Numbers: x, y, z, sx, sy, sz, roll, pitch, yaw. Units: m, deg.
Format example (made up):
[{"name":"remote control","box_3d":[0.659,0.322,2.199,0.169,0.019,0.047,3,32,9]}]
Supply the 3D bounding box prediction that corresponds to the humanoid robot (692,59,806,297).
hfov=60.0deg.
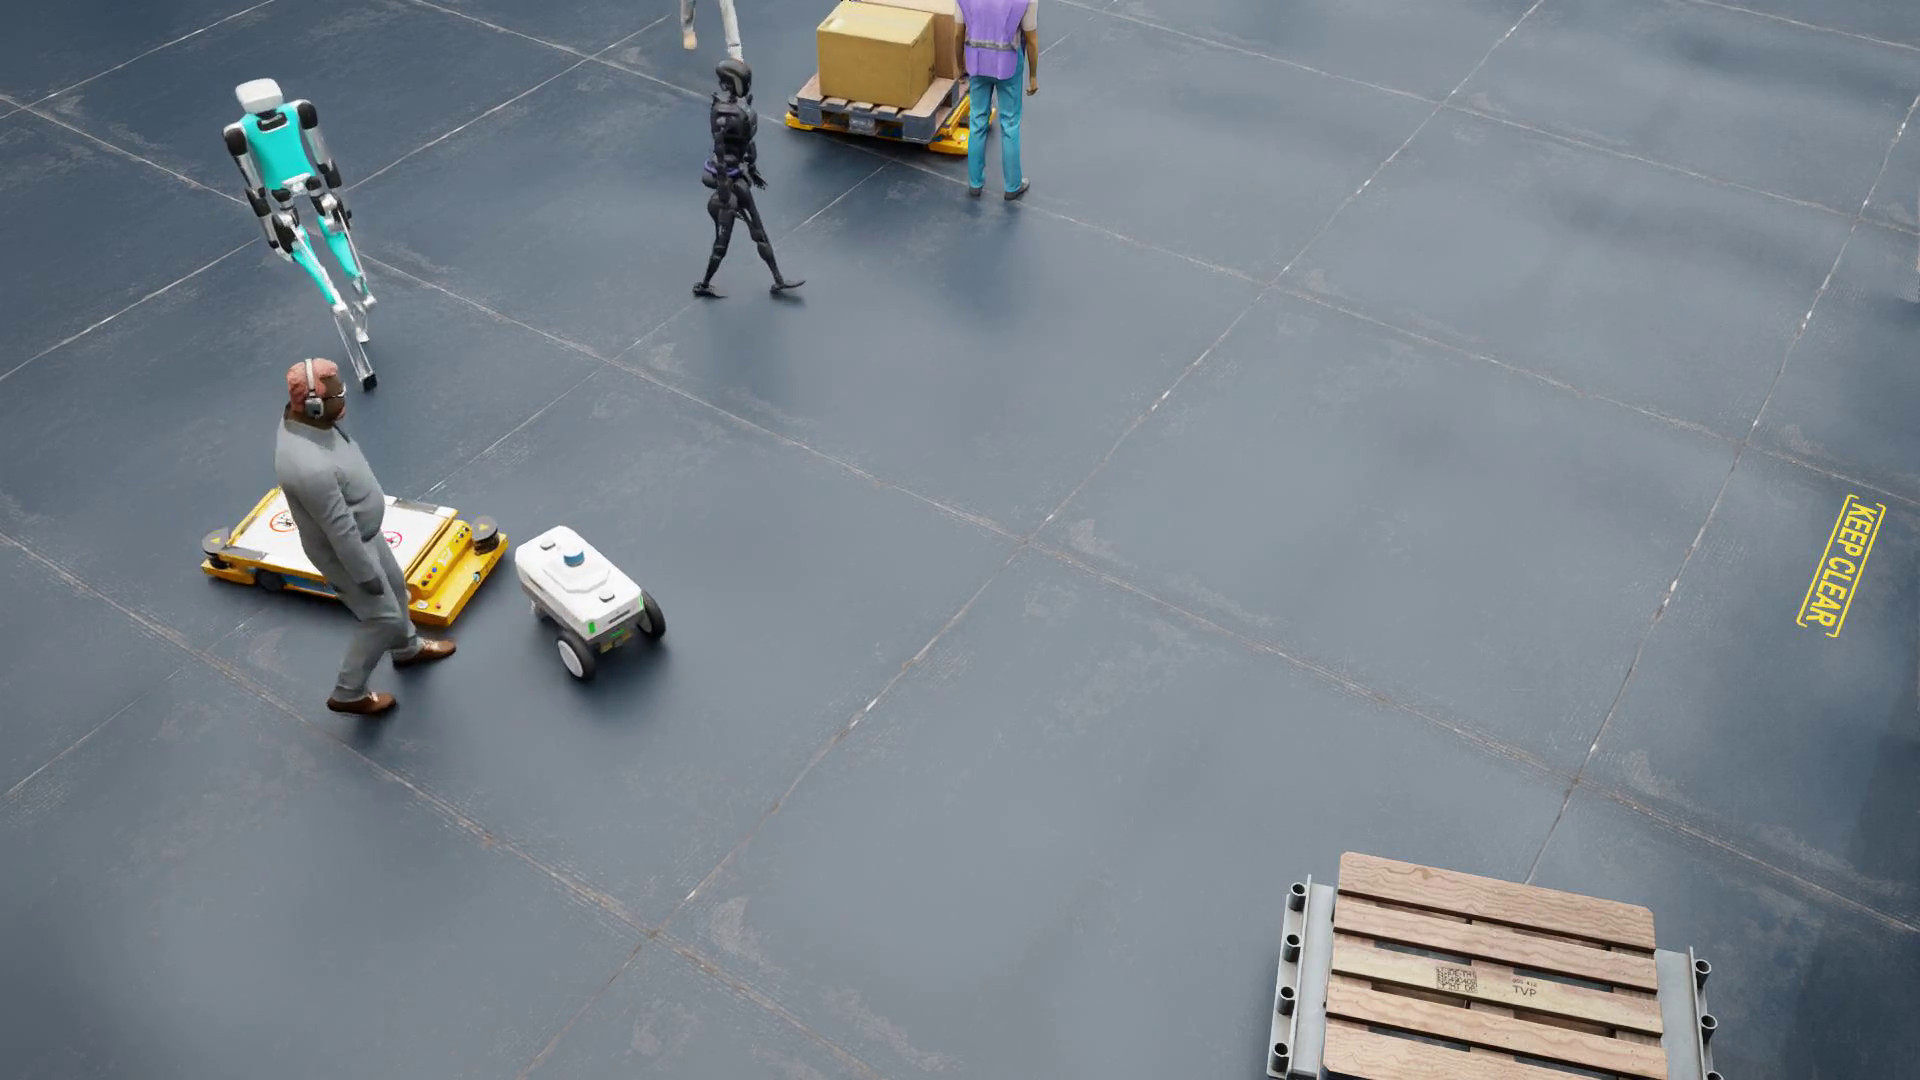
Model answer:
[{"name":"humanoid robot","box_3d":[-1.363,-2.192,10.199,0.739,1.625,0.590,8,42,9]}]

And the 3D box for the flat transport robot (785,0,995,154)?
[{"name":"flat transport robot","box_3d":[-0.514,-3.187,12.346,1.431,0.231,0.659,13,43,14]}]

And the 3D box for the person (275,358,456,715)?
[{"name":"person","box_3d":[-2.767,-0.022,7.587,0.563,1.881,0.660,-11,43,-12]}]

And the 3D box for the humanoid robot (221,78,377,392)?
[{"name":"humanoid robot","box_3d":[-3.646,-1.690,9.590,0.563,1.790,0.948,-29,49,-29]}]

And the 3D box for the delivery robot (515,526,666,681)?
[{"name":"delivery robot","box_3d":[-1.861,0.285,8.253,0.499,0.604,0.776,-32,51,-31]}]

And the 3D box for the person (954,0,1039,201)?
[{"name":"person","box_3d":[0.237,-3.130,11.102,0.569,1.838,0.374,10,43,11]}]

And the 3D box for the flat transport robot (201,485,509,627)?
[{"name":"flat transport robot","box_3d":[-3.178,0.045,8.729,1.431,0.231,0.659,11,43,12]}]

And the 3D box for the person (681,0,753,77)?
[{"name":"person","box_3d":[-1.969,-4.499,12.650,0.481,1.835,0.934,-22,46,-23]}]
